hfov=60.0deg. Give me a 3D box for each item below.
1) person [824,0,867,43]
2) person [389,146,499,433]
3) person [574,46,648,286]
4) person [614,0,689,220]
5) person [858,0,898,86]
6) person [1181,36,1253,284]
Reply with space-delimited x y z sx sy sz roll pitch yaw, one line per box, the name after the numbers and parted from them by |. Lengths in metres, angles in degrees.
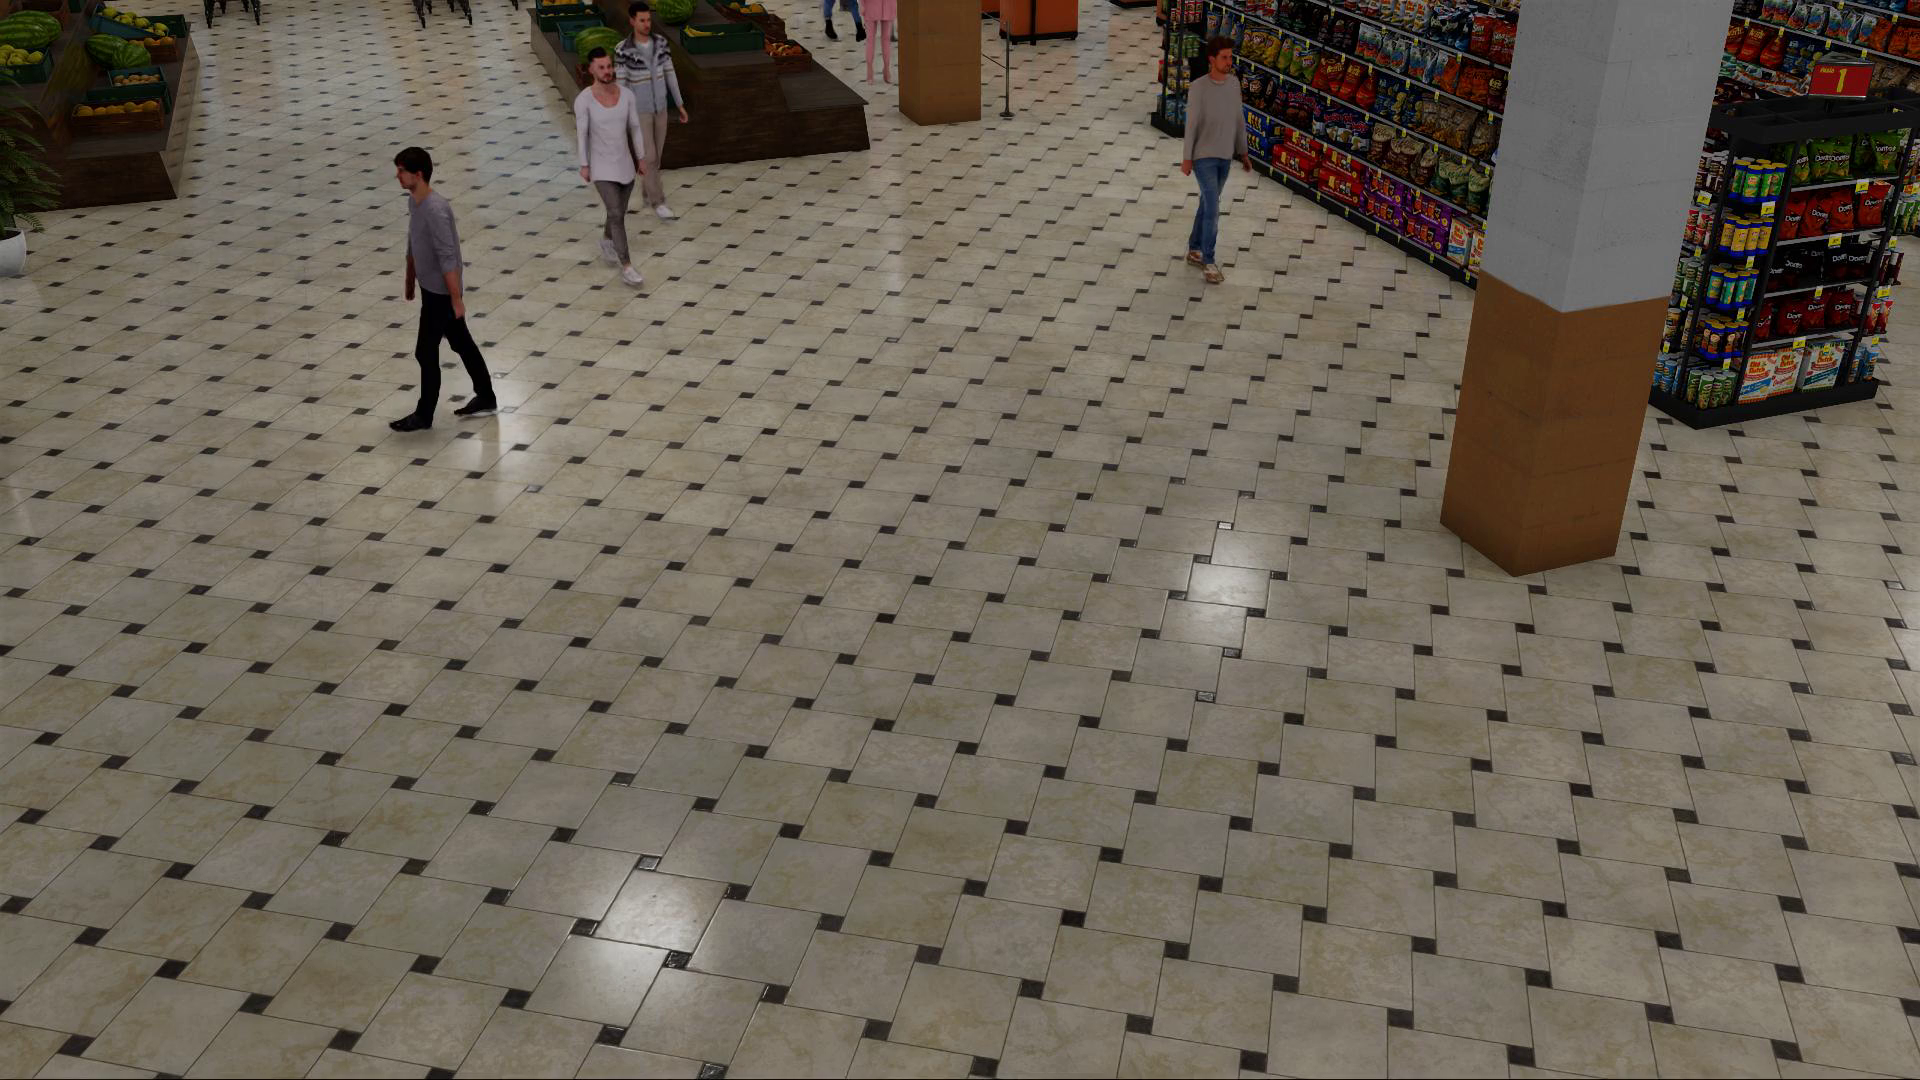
-1.574 -7.092 20.851 0.700 1.659 1.206 -17 33 -28 | person
-3.235 -1.611 10.646 0.845 1.819 0.945 -15 32 -25 | person
-2.785 -2.973 13.154 0.915 1.807 1.217 -21 35 -33 | person
-2.796 -3.810 14.654 1.100 1.838 0.945 25 37 37 | person
-0.921 -6.115 18.914 0.641 1.801 0.559 -6 29 -10 | person
1.942 -3.057 13.230 0.808 1.882 0.927 -20 35 -32 | person
